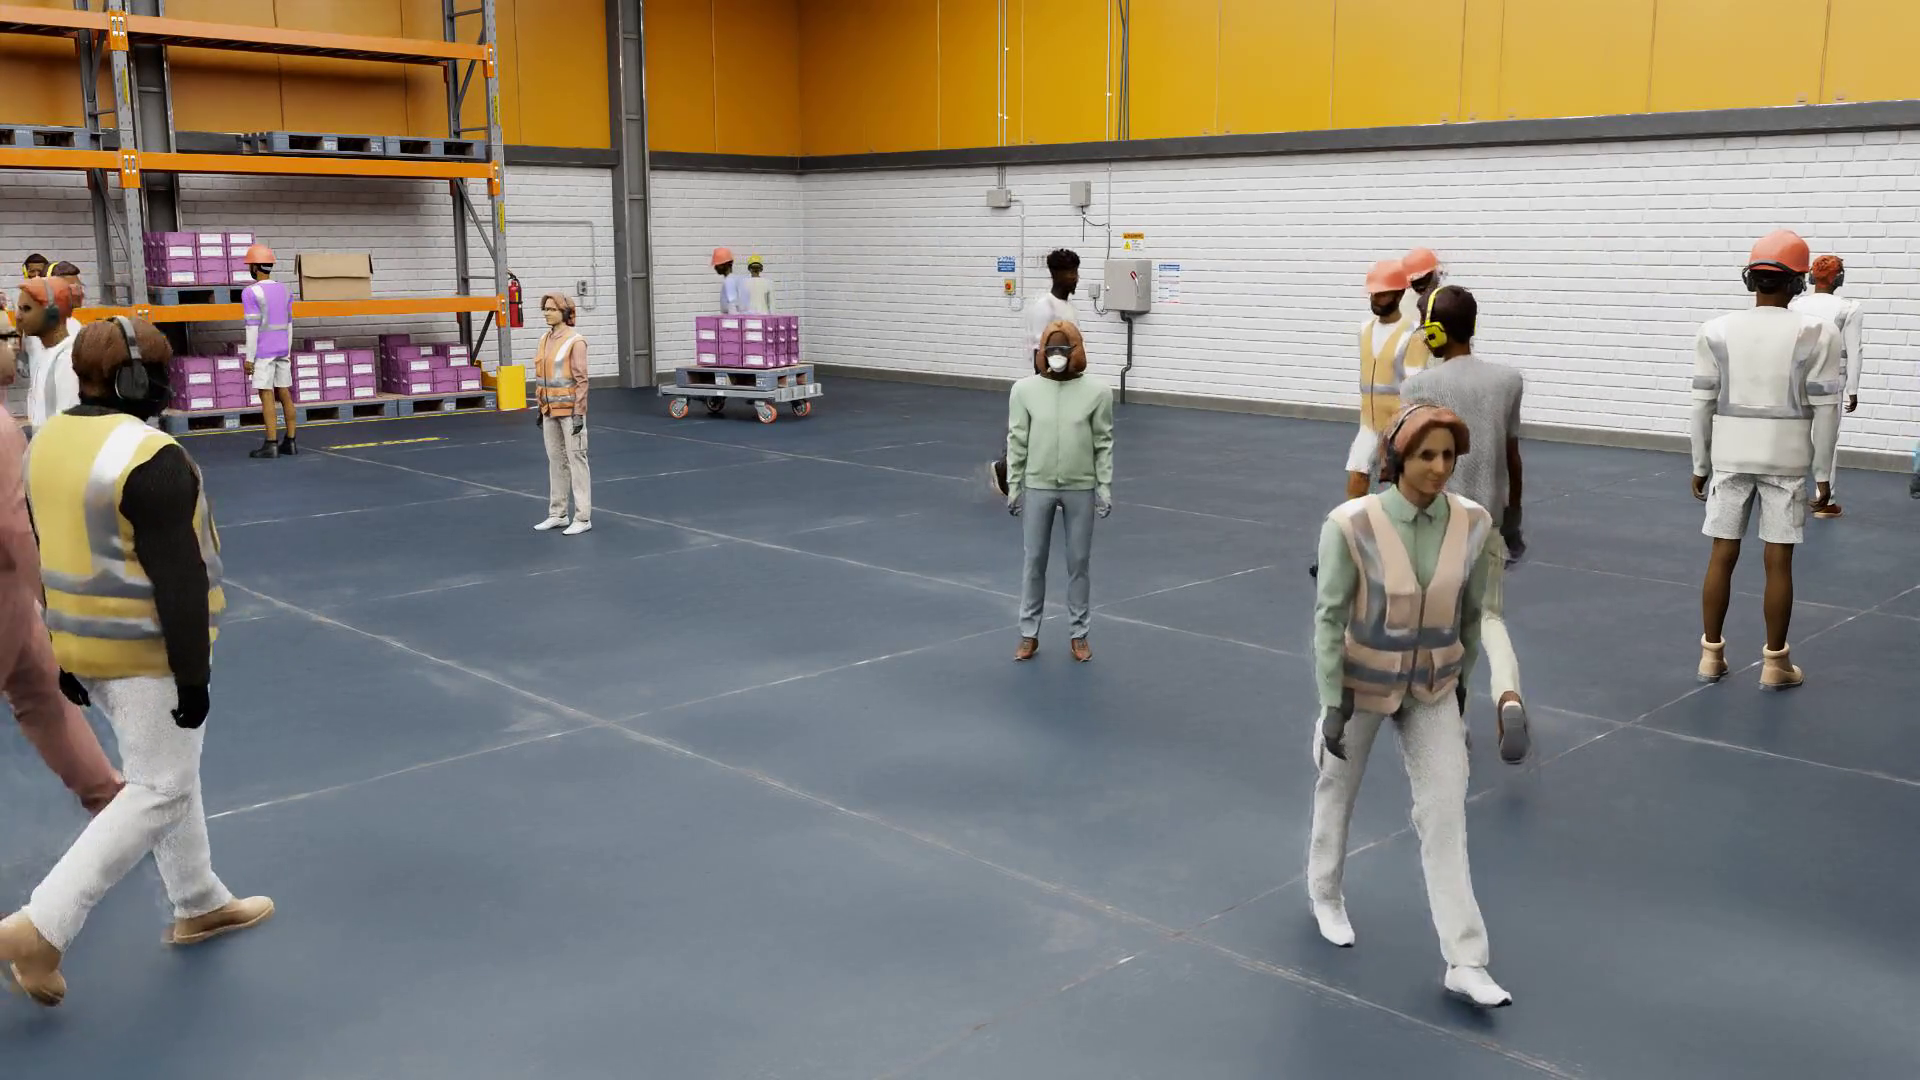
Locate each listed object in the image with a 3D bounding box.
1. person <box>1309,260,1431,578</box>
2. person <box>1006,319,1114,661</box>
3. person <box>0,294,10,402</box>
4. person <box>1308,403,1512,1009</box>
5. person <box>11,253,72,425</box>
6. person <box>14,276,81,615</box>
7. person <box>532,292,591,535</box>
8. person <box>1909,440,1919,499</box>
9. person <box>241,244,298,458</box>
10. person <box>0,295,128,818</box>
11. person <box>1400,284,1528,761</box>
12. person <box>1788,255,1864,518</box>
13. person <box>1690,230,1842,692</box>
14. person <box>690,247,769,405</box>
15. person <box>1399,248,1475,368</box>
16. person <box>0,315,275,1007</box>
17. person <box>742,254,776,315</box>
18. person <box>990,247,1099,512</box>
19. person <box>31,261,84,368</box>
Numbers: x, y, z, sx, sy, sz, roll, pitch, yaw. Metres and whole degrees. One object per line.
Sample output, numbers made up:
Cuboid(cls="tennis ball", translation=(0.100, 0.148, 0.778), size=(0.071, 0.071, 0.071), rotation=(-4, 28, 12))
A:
Cuboid(cls="person", translation=(2.519, -0.690, 9.754), size=(1.002, 1.884, 0.559), rotation=(-7, 13, -34))
Cuboid(cls="person", translation=(0.473, -0.229, 7.904), size=(0.507, 1.631, 0.271), rotation=(1, 10, 4))
Cuboid(cls="person", translation=(-6.061, -0.703, 10.183), size=(0.528, 1.743, 0.588), rotation=(9, 13, 39))
Cuboid(cls="person", translation=(1.179, 0.421, 4.476), size=(0.520, 1.579, 0.828), rotation=(-2, 11, -9))
Cuboid(cls="person", translation=(-8.358, -1.681, 15.221), size=(0.512, 1.860, 0.318), rotation=(-4, 11, -21))
Cuboid(cls="person", translation=(-4.144, -0.281, 7.640), size=(0.980, 1.829, 0.628), rotation=(-8, 13, -38))
Cuboid(cls="person", translation=(-2.704, -0.859, 11.313), size=(0.514, 1.645, 0.309), rotation=(9, 14, 40))
Cuboid(cls="person", translation=(5.012, -0.293, 8.324), size=(0.781, 1.605, 0.543), rotation=(-5, 11, -25))
Cuboid(cls="person", translation=(-6.313, -1.712, 15.158), size=(0.355, 1.938, 0.545), rotation=(4, 11, 20))
Cuboid(cls="person", translation=(-2.926, 0.173, 5.118), size=(1.003, 1.853, 0.646), rotation=(-9, 14, -40))
Cuboid(cls="person", translation=(1.933, -0.043, 6.318), size=(0.558, 1.842, 0.632), rotation=(-1, 10, -4))
Cuboid(cls="person", translation=(6.174, -1.102, 11.983), size=(0.574, 1.883, 0.356), rotation=(10, 14, 42))
Cuboid(cls="person", translation=(3.575, -0.346, 7.426), size=(0.607, 2.044, 0.374), rotation=(8, 13, 37))
Cuboid(cls="person", translation=(-2.742, -2.528, 19.789), size=(0.989, 1.867, 0.634), rotation=(2, 11, 9))
Cuboid(cls="person", translation=(3.260, -1.012, 11.350), size=(0.812, 1.940, 0.397), rotation=(-2, 11, -9))
Cuboid(cls="person", translation=(-2.267, 0.314, 4.460), size=(0.634, 1.820, 0.797), rotation=(7, 13, 34))
Cuboid(cls="person", translation=(-2.761, -2.980, 22.545), size=(0.534, 1.767, 0.320), rotation=(-4, 11, -22))
Cuboid(cls="person", translation=(0.644, -1.165, 12.187), size=(0.750, 1.943, 0.602), rotation=(6, 12, 30))
Cuboid(cls="person", translation=(-5.243, -0.699, 9.821), size=(0.327, 1.874, 0.517), rotation=(-1, 10, -4))
